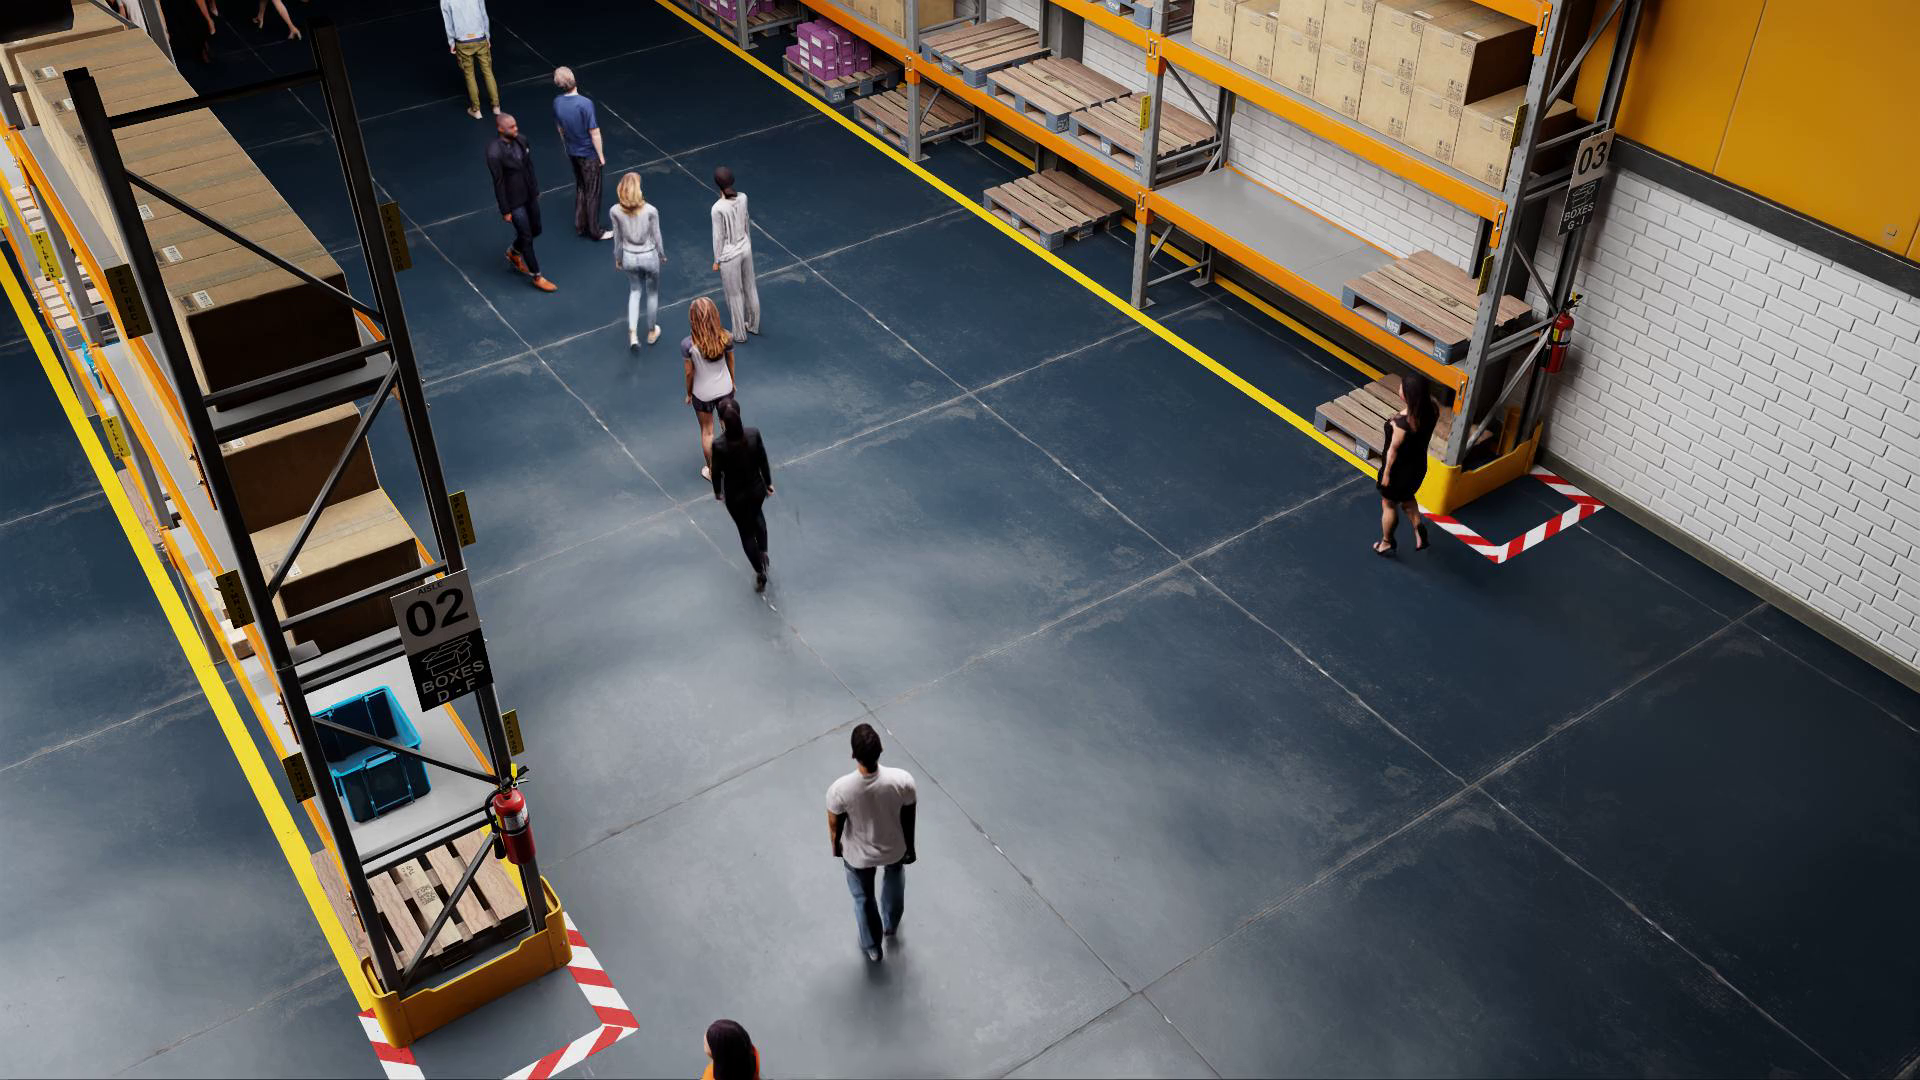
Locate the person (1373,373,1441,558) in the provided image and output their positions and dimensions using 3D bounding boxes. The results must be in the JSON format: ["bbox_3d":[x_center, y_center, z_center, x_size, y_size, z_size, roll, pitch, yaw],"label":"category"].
[{"bbox_3d":[3.529,-0.513,12.933,0.706,1.699,0.792,-28,46,-30],"label":"person"}]

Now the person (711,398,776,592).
[{"bbox_3d":[-1.614,-0.295,12.667,0.646,1.690,0.662,-15,41,-18],"label":"person"}]

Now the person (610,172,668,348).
[{"bbox_3d":[-2.958,-2.533,15.399,0.859,1.778,0.932,1,39,1],"label":"person"}]

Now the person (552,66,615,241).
[{"bbox_3d":[-3.854,-3.948,17.114,0.638,1.848,0.814,31,48,33],"label":"person"}]

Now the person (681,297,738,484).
[{"bbox_3d":[-2.053,-1.239,13.814,0.629,1.733,0.592,-16,41,-19],"label":"person"}]

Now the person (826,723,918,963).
[{"bbox_3d":[-0.489,1.860,9.842,0.784,1.848,0.793,-8,39,-10],"label":"person"}]

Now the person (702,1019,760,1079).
[{"bbox_3d":[-1.069,3.018,8.490,1.115,1.725,1.020,8,39,10],"label":"person"}]

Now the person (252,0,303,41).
[{"bbox_3d":[-8.900,-7.252,21.353,1.251,1.722,0.935,22,43,25],"label":"person"}]

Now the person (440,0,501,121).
[{"bbox_3d":[-5.749,-5.856,19.535,0.691,1.809,0.585,-19,42,-22],"label":"person"}]

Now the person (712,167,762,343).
[{"bbox_3d":[-2.100,-2.671,15.576,0.590,1.773,0.627,30,47,32],"label":"person"}]

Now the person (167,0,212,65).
[{"bbox_3d":[-9.704,-6.856,20.722,0.786,1.891,0.780,27,46,30],"label":"person"}]

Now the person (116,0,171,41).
[{"bbox_3d":[-9.731,-6.094,19.903,0.683,1.721,0.628,-12,40,-14],"label":"person"}]

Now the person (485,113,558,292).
[{"bbox_3d":[-4.397,-3.372,16.427,1.114,1.806,0.972,18,42,21],"label":"person"}]
